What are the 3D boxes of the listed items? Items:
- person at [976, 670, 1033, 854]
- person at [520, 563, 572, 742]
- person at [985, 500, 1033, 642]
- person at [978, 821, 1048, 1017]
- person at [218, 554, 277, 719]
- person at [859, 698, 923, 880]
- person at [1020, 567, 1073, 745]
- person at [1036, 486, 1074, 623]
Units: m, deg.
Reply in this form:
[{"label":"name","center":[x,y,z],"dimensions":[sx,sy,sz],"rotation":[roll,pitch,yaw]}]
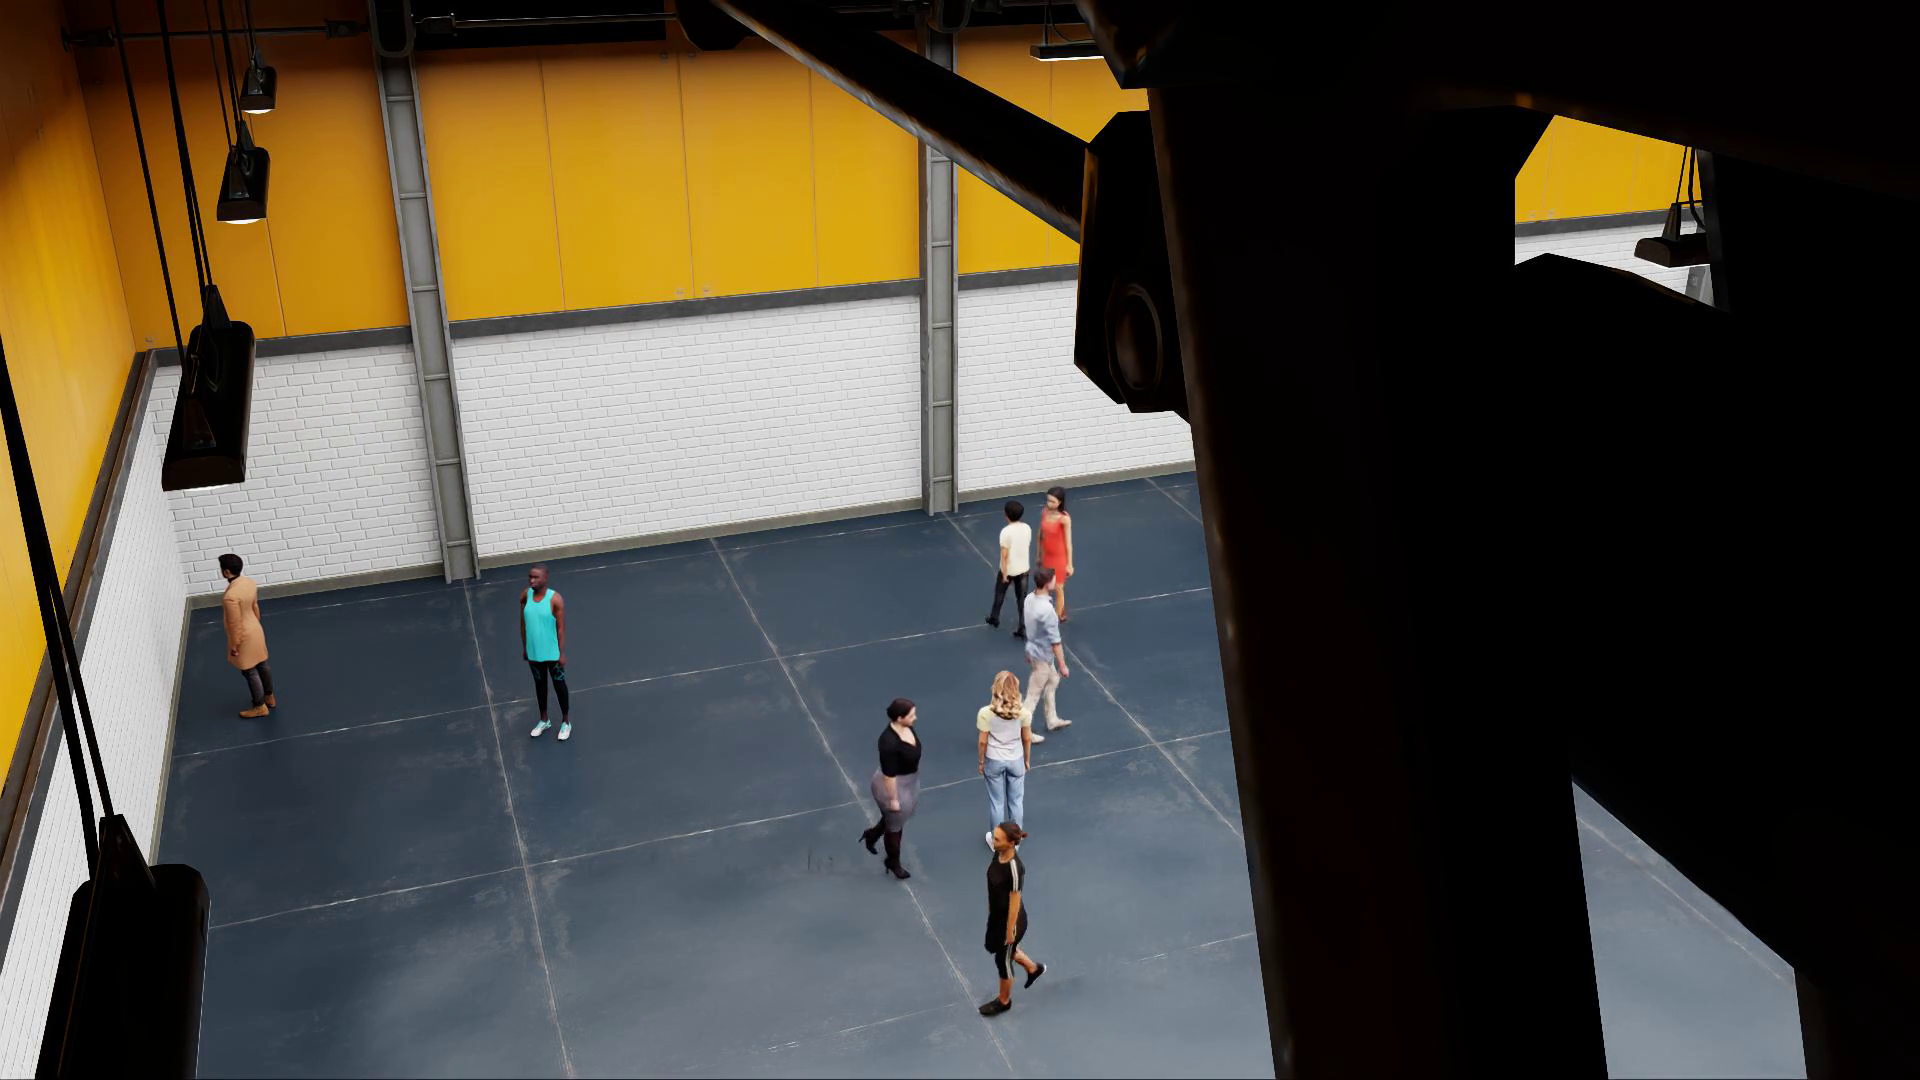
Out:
[{"label":"person","center":[0.384,1.898,14.196],"dimensions":[0.569,1.723,0.734],"rotation":[-2,24,-6]},{"label":"person","center":[-3.979,1.059,16.005],"dimensions":[0.630,1.811,0.735],"rotation":[6,24,13]},{"label":"person","center":[0.636,0.357,17.917],"dimensions":[0.837,1.566,0.752],"rotation":[-13,27,-28]},{"label":"person","center":[0.415,2.767,12.289],"dimensions":[0.796,1.657,0.628],"rotation":[-6,24,-14]},{"label":"person","center":[-7.045,0.927,16.411],"dimensions":[0.762,1.726,0.756],"rotation":[2,24,4]},{"label":"person","center":[-0.625,2.060,13.808],"dimensions":[0.983,1.736,0.912],"rotation":[7,25,15]},{"label":"person","center":[0.679,1.127,15.829],"dimensions":[0.872,1.827,0.693],"rotation":[-6,24,-13]},{"label":"person","center":[1.053,0.194,18.118],"dimensions":[0.903,1.704,0.835],"rotation":[-16,28,-32]}]
